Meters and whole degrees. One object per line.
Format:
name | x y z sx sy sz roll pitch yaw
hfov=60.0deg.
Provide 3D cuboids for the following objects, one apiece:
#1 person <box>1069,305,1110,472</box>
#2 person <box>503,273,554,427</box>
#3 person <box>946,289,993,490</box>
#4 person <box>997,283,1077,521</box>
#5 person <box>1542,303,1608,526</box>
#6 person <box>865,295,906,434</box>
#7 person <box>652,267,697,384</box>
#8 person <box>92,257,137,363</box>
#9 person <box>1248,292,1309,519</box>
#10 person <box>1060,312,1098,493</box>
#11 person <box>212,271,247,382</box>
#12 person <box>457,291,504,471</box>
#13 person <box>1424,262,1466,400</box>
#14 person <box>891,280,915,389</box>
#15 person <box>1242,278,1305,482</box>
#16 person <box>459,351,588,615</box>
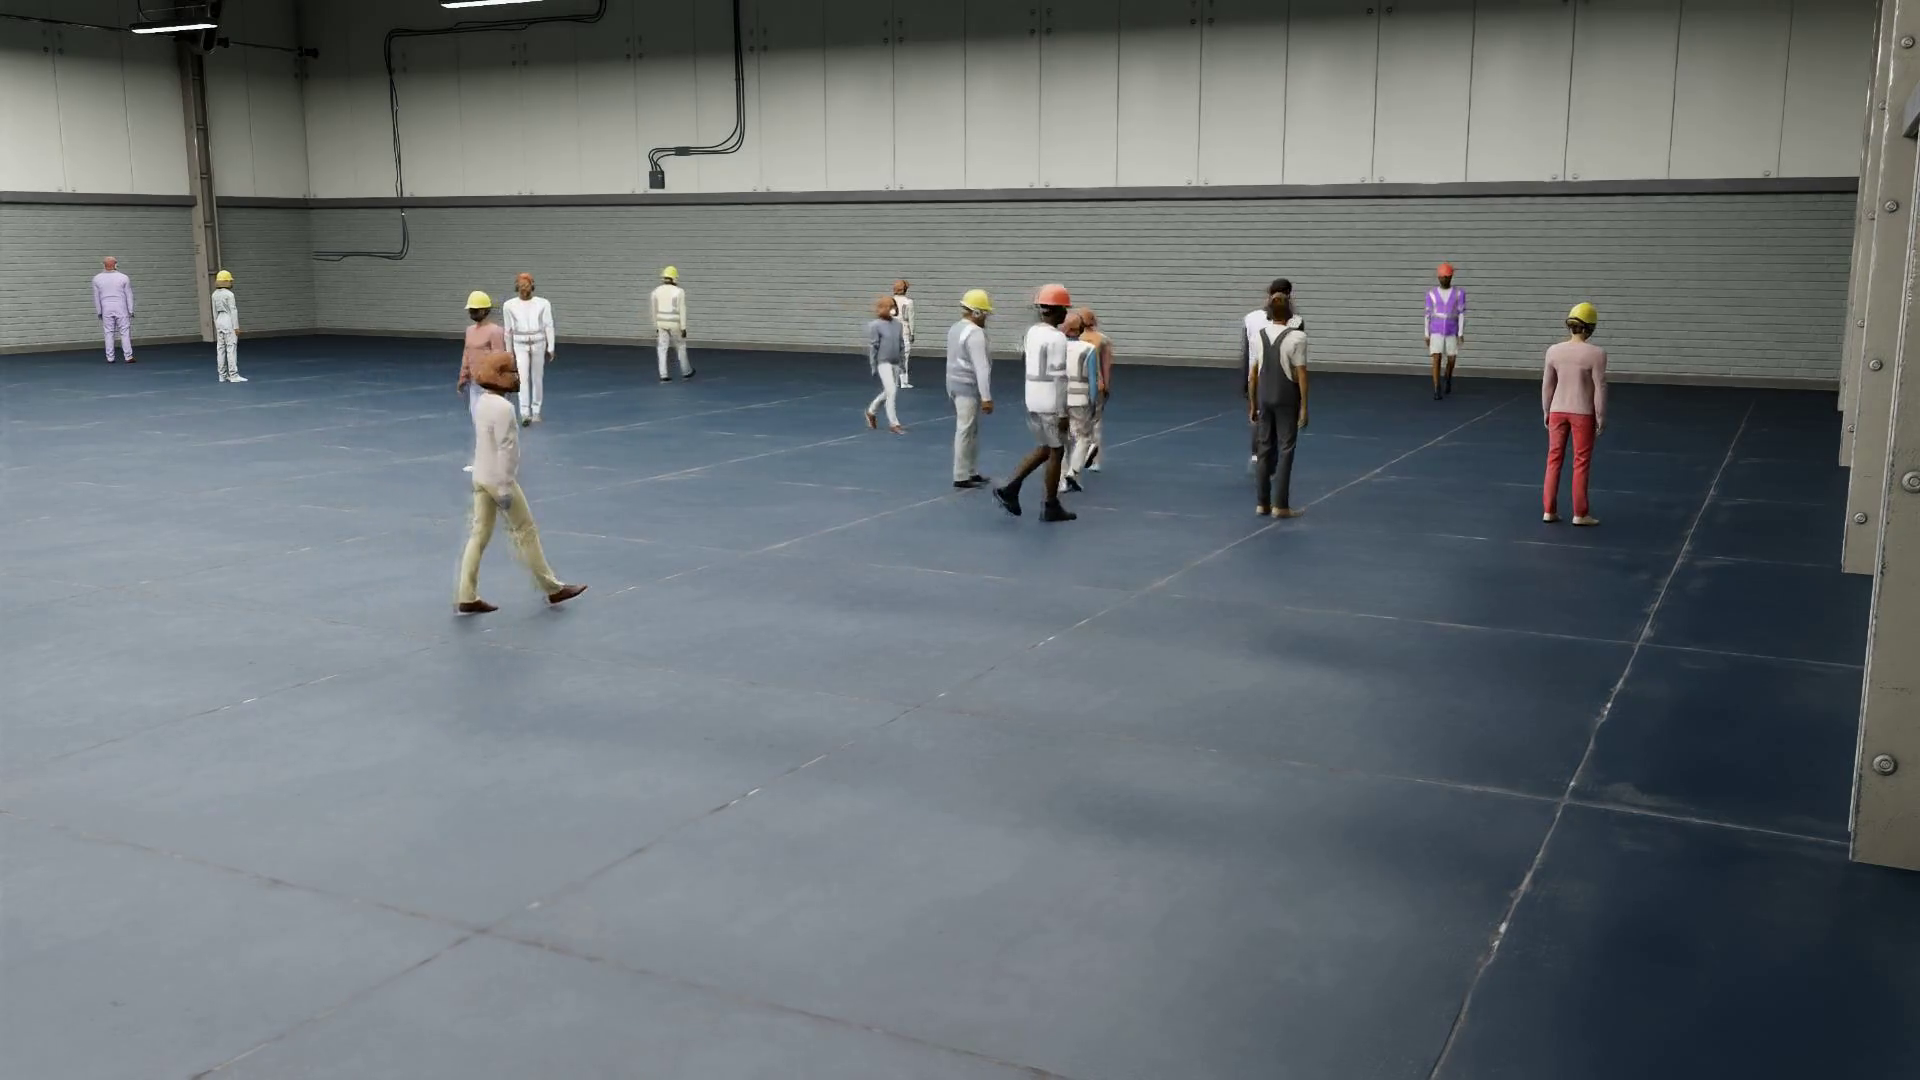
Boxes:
person | 1.215 -1.446 16.048 0.582 1.620 0.459 -4 11 -21
person | -5.231 -2.310 20.211 0.578 1.832 0.989 -3 11 -17
person | 0.087 -1.364 15.093 0.417 1.824 0.602 -4 11 -20
person | 0.651 -1.084 13.307 0.571 1.920 0.561 -5 11 -24
person | 4.890 -0.995 13.223 0.327 1.767 0.533 -9 14 -41
person | -0.879 -2.060 19.450 0.714 1.605 0.507 9 14 42
person | -4.474 -3.366 26.053 0.621 1.792 0.872 3 11 18
person | -15.181 -4.126 29.896 0.642 1.913 0.409 -2 11 -12
person | 2.587 -1.084 13.561 0.528 1.842 0.378 7 13 35
person | 0.990 -1.214 14.809 0.516 1.626 0.368 5 11 25
person | -11.523 -3.359 26.174 0.487 1.744 0.297 5 12 27
person | -4.674 -1.539 16.203 0.546 1.763 0.384 9 14 40
person | 6.819 -2.948 23.441 0.556 1.926 0.632 3 11 14
person | -0.902 -3.093 25.035 0.509 1.629 0.316 6 12 31
person | 2.926 -1.484 15.521 0.623 1.899 0.447 7 13 35
person | -2.720 -0.347 10.154 0.829 1.593 0.522 -8 13 -36
